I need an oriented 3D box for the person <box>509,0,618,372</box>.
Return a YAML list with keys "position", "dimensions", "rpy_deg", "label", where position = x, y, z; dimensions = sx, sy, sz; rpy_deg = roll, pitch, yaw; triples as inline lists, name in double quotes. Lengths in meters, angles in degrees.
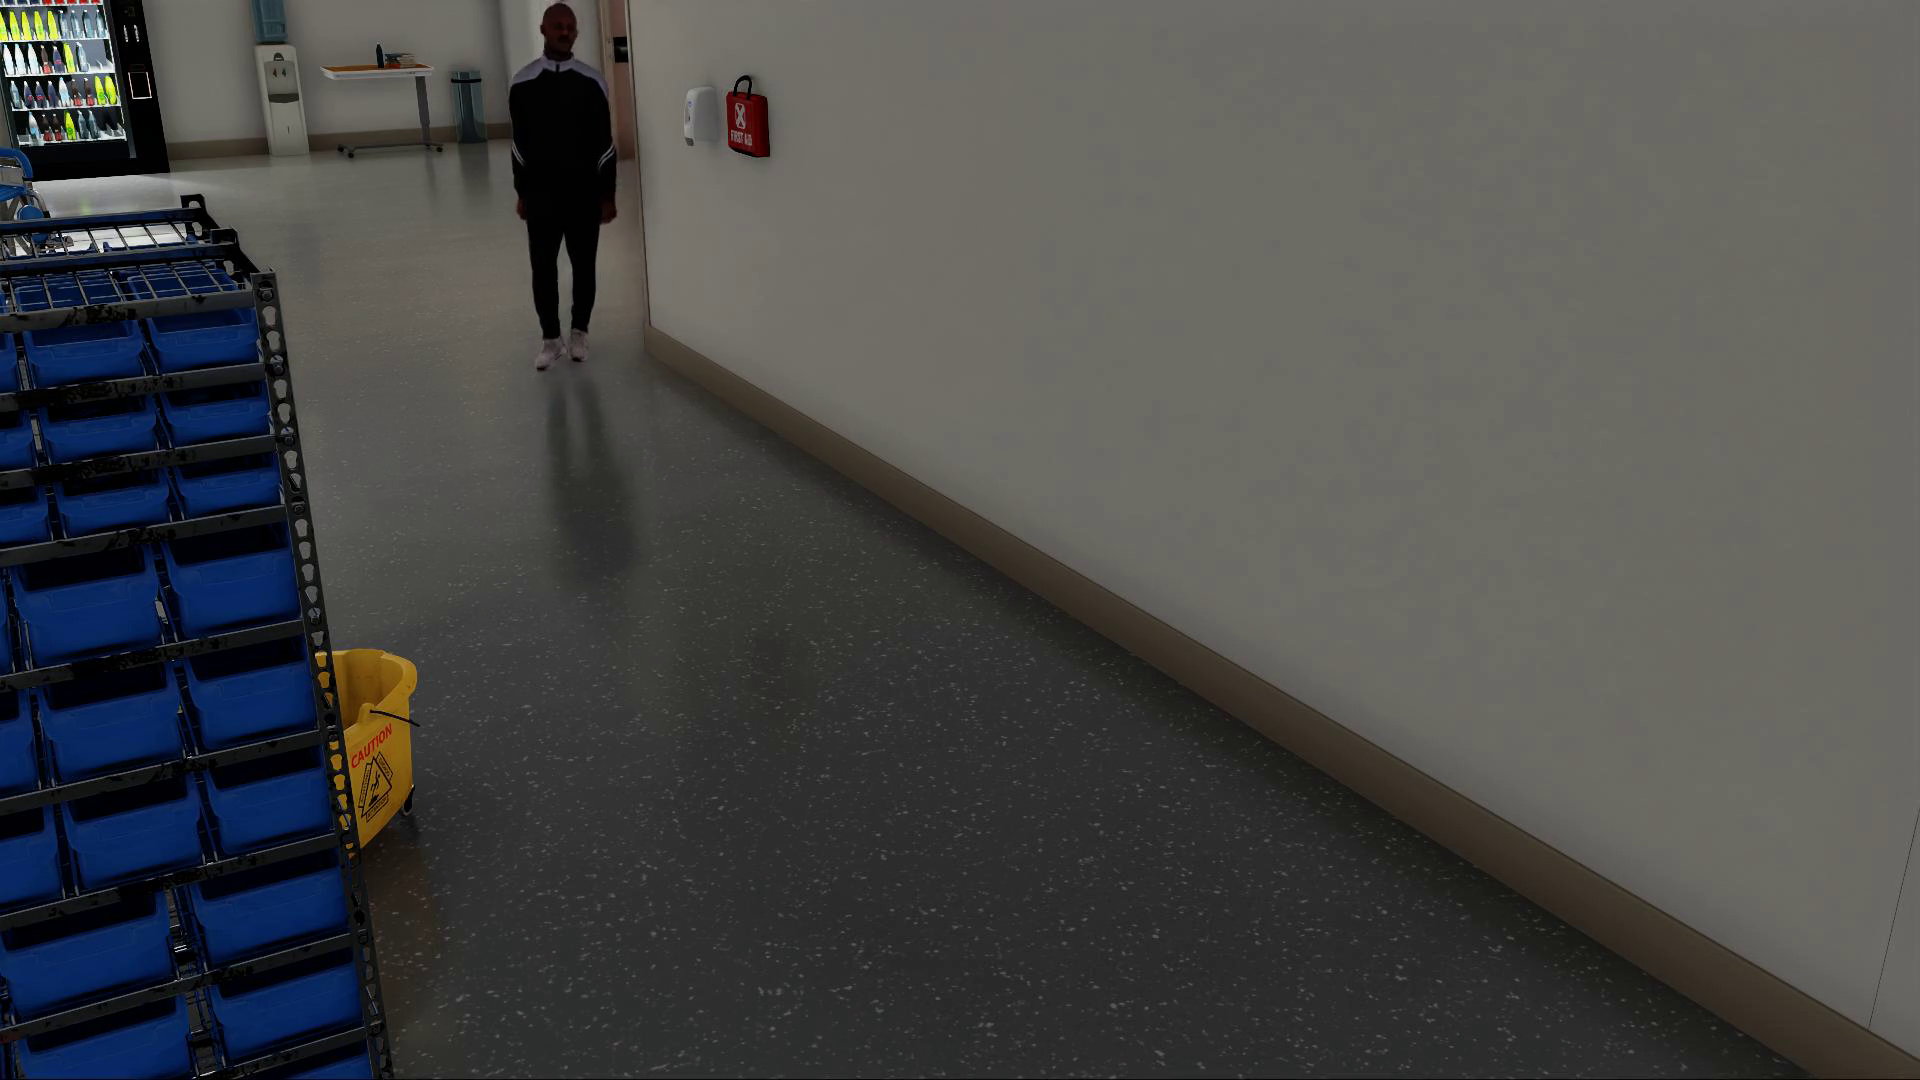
- position: [-2.044, -1.842, 8.632]
  dimensions: [0.835, 1.812, 0.890]
  rpy_deg: [-3, 21, -8]
  label: "person"
